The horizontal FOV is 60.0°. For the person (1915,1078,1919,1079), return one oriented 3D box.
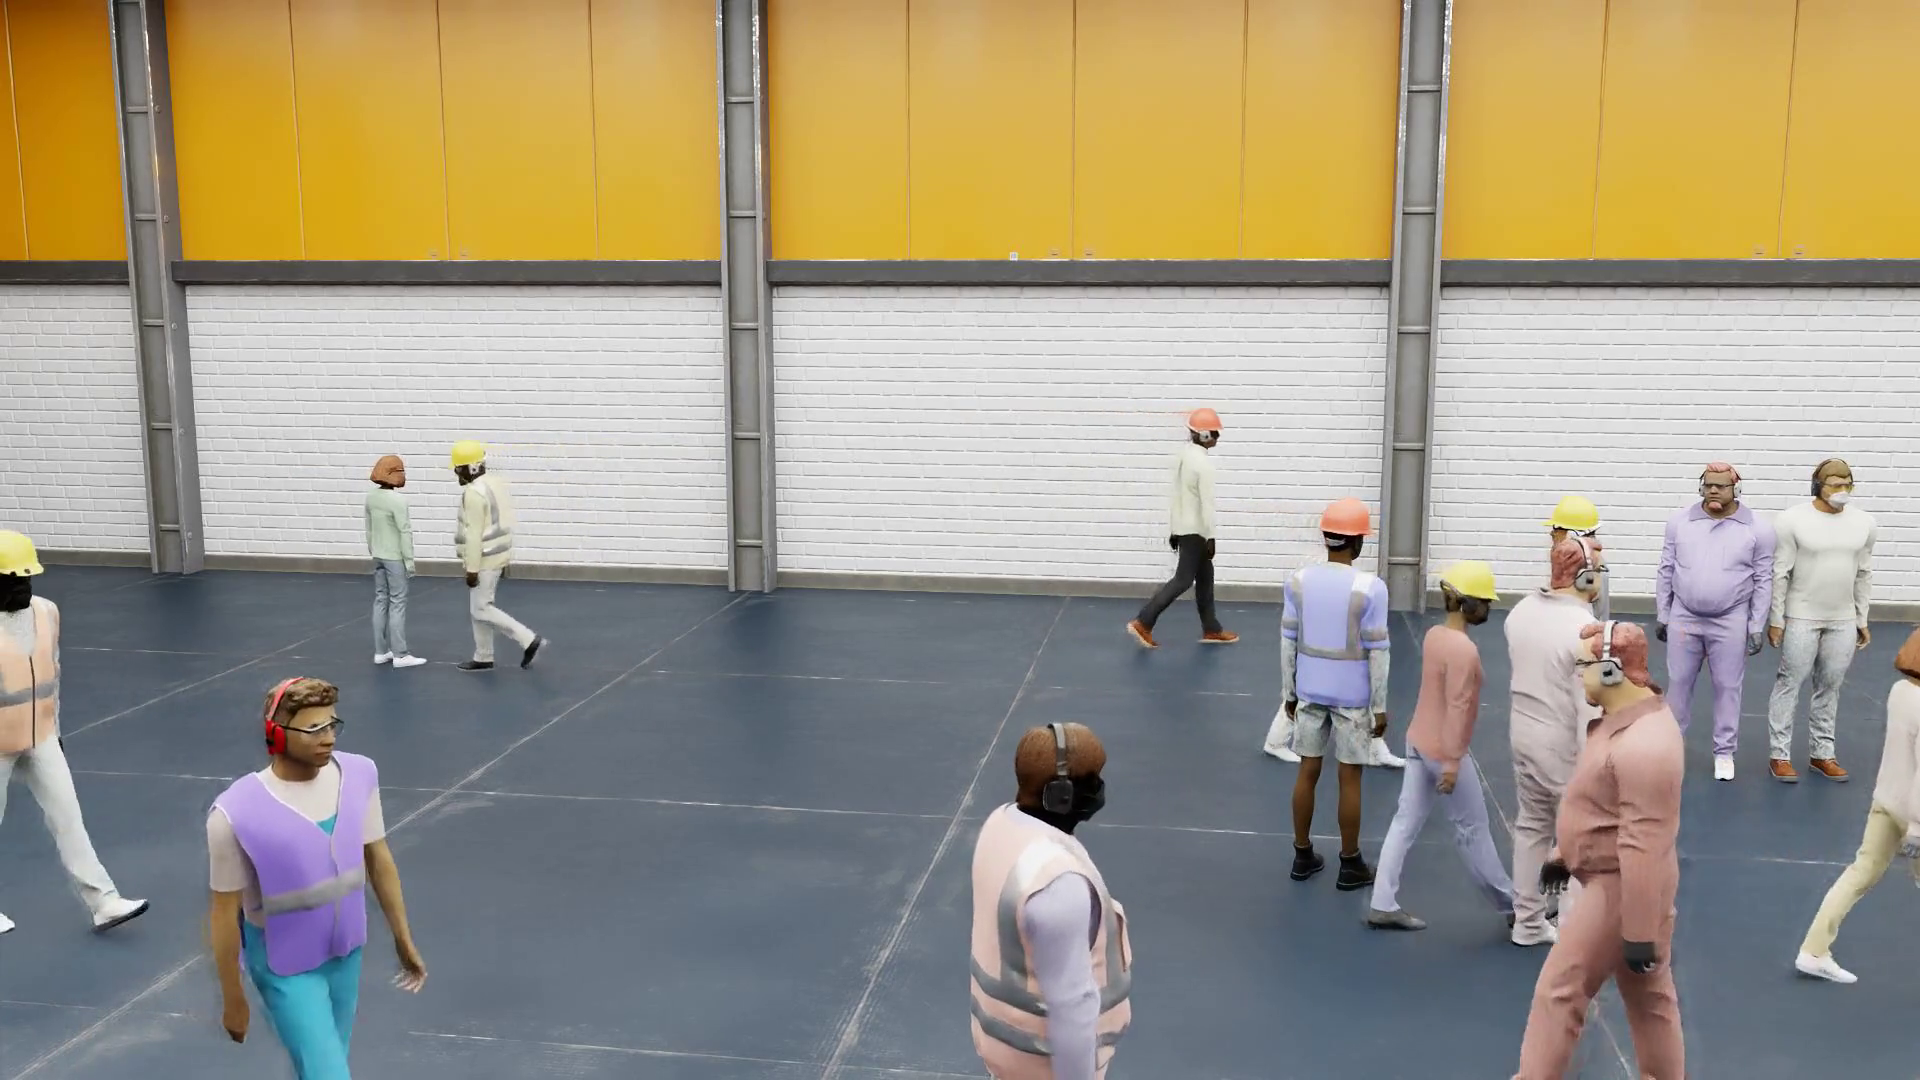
[{"bbox_3d":[1.400,1.682,2.438,0.632,1.940,0.372,-9,13,-43],"label":"person"}]

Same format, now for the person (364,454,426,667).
[{"bbox_3d":[-4.364,0.157,12.781,0.507,1.631,0.266,7,12,37],"label":"person"}]

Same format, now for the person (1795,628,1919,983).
[{"bbox_3d":[3.992,1.122,6.954,0.882,1.585,0.512,1,9,7],"label":"person"}]

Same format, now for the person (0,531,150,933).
[{"bbox_3d":[-4.202,0.893,7.488,0.987,1.873,0.622,3,10,20],"label":"person"}]

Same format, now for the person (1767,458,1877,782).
[{"bbox_3d":[5.097,0.477,9.875,0.635,1.938,0.367,0,9,-3],"label":"person"}]

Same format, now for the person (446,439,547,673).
[{"bbox_3d":[-3.459,0.138,12.380,0.660,1.803,0.610,-1,9,-4],"label":"person"}]

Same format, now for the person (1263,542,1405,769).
[{"bbox_3d":[2.272,0.613,10.115,0.879,1.583,0.526,5,10,28],"label":"person"}]

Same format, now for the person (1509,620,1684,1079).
[{"bbox_3d":[2.129,1.192,5.720,0.896,1.861,0.633,4,10,25],"label":"person"}]

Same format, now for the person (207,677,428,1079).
[{"bbox_3d":[-1.919,1.313,5.081,0.681,1.820,0.575,4,10,24],"label":"person"}]

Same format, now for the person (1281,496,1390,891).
[{"bbox_3d":[1.861,0.747,8.207,0.552,1.935,0.373,7,12,37],"label":"person"}]

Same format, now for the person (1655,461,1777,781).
[{"bbox_3d":[4.487,0.478,9.961,0.638,1.909,0.408,6,11,34],"label":"person"}]

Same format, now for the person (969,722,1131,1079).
[{"bbox_3d":[0.247,1.392,4.526,0.429,1.842,0.632,-2,9,-14],"label":"person"}]

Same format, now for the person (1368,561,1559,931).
[{"bbox_3d":[2.316,0.952,7.583,0.921,1.713,0.536,-1,9,-4],"label":"person"}]

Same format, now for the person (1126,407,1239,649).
[{"bbox_3d":[1.792,-0.089,13.332,0.960,1.961,0.631,-2,9,-12],"label":"person"}]

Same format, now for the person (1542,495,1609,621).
[{"bbox_3d":[3.286,0.670,9.007,0.403,1.833,0.586,4,10,24],"label":"person"}]

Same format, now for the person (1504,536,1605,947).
[{"bbox_3d":[2.637,0.920,7.276,0.408,1.896,0.690,-3,10,-16],"label":"person"}]
